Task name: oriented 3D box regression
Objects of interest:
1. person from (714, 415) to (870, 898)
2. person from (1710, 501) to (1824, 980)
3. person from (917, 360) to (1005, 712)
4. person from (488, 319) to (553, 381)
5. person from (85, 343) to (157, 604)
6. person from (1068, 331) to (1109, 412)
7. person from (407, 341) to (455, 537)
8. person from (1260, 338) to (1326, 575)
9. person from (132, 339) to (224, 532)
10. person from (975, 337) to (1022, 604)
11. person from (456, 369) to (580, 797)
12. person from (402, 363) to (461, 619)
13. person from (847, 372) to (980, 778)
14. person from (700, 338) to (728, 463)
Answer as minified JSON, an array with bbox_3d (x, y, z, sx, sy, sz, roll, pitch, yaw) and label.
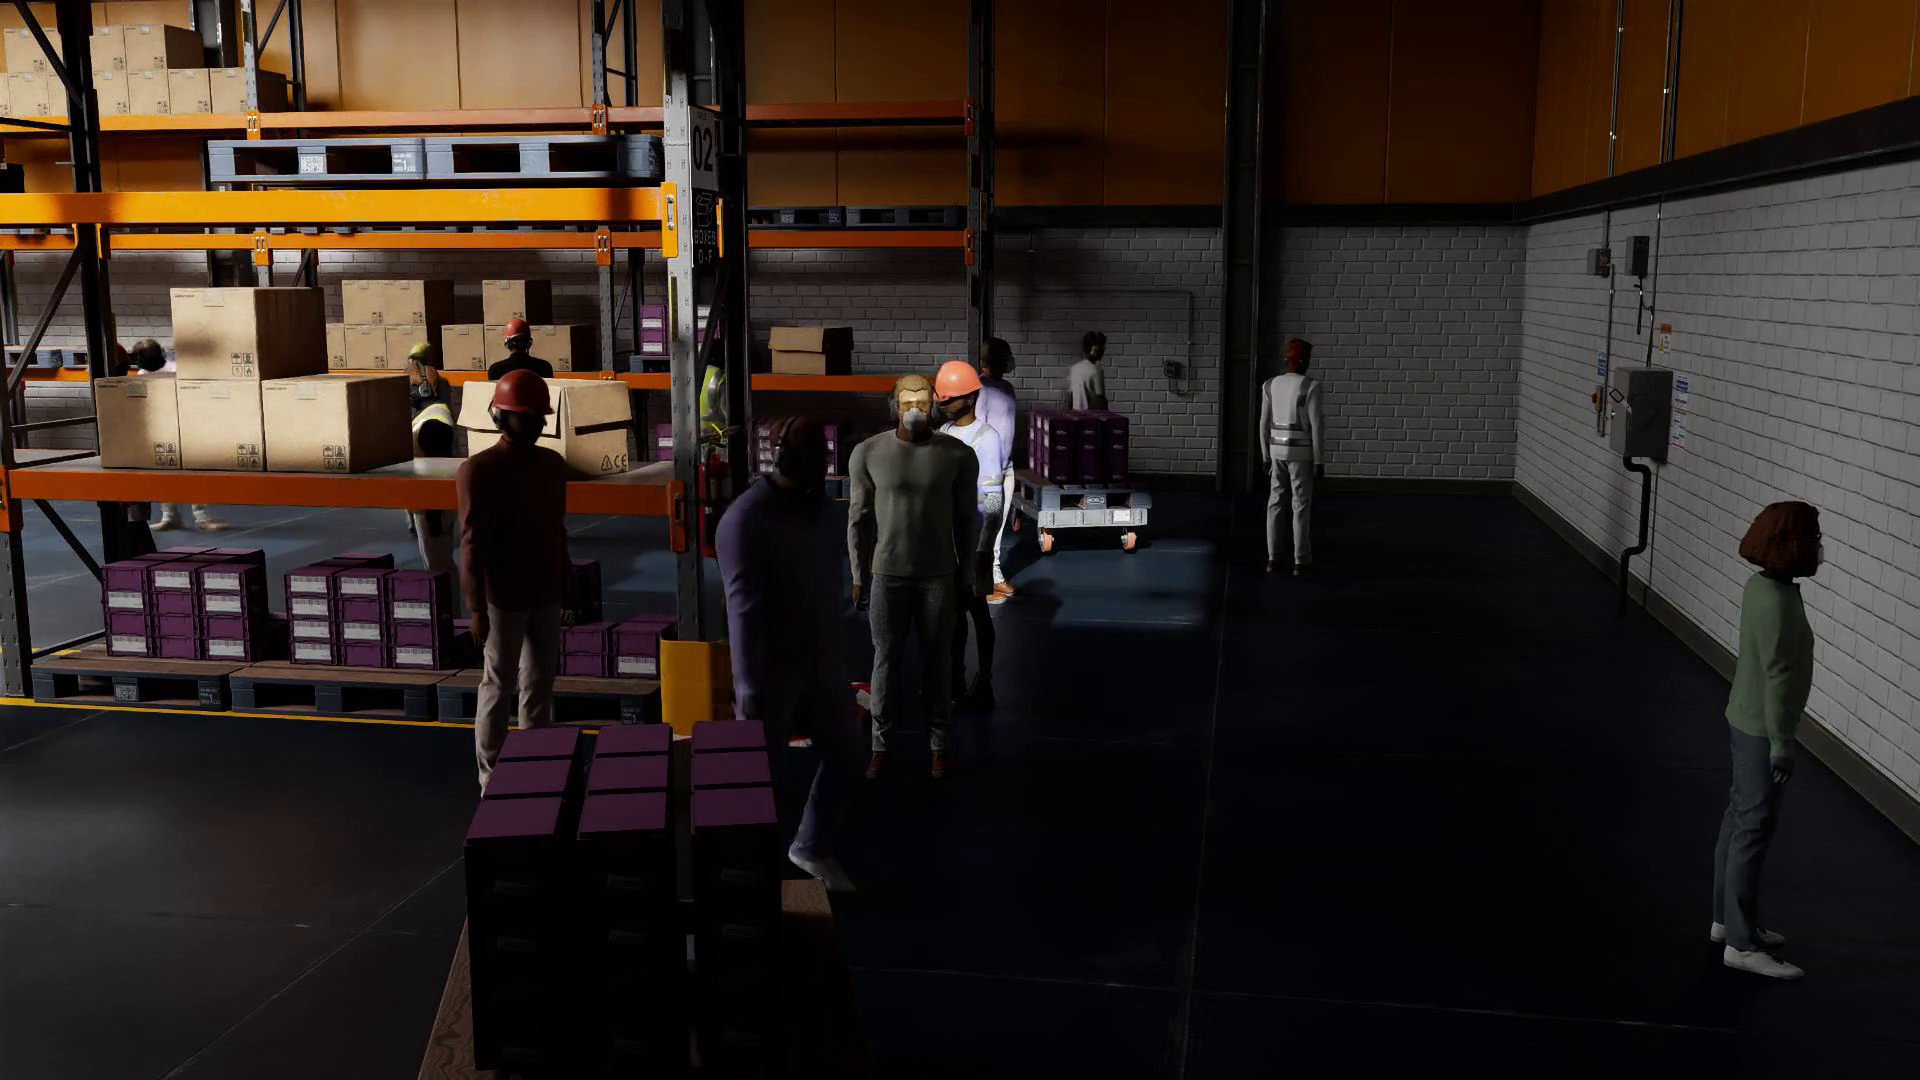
[{"bbox_3d":[-0.623,0.481,6.185,0.469,1.892,0.663,8,12,40],"label":"person"},{"bbox_3d":[2.807,0.673,5.765,0.278,1.634,0.499,3,10,17],"label":"person"},{"bbox_3d":[0.002,-0.023,9.169,0.366,1.931,0.542,-7,11,-36],"label":"person"},{"bbox_3d":[-3.904,-0.968,14.833,0.612,1.995,0.382,-7,11,-37],"label":"person"},{"bbox_3d":[-5.981,-0.458,11.878,0.542,1.928,0.374,9,13,44],"label":"person"},{"bbox_3d":[1.270,-1.074,15.963,0.482,1.845,0.511,-4,10,-22],"label":"person"},{"bbox_3d":[-4.868,-0.888,14.992,0.609,1.785,0.609,1,9,7],"label":"person"},{"bbox_3d":[2.658,-0.662,13.271,0.360,1.887,0.574,-8,12,-42],"label":"person"},{"bbox_3d":[-7.241,-0.950,15.359,0.790,1.806,0.432,1,9,9],"label":"person"},{"bbox_3d":[0.247,-0.513,12.183,0.363,1.939,0.636,4,10,23],"label":"person"},{"bbox_3d":[-1.913,0.246,7.310,0.398,1.989,0.621,5,11,30],"label":"person"},{"bbox_3d":[-3.406,-0.216,10.684,0.430,1.835,0.618,-3,10,-21],"label":"person"},{"bbox_3d":[-0.227,0.180,7.914,0.636,1.936,0.384,0,9,-3],"label":"person"},{"bbox_3d":[-2.126,-0.839,14.513,0.634,1.839,0.429,8,12,40],"label":"person"}]
